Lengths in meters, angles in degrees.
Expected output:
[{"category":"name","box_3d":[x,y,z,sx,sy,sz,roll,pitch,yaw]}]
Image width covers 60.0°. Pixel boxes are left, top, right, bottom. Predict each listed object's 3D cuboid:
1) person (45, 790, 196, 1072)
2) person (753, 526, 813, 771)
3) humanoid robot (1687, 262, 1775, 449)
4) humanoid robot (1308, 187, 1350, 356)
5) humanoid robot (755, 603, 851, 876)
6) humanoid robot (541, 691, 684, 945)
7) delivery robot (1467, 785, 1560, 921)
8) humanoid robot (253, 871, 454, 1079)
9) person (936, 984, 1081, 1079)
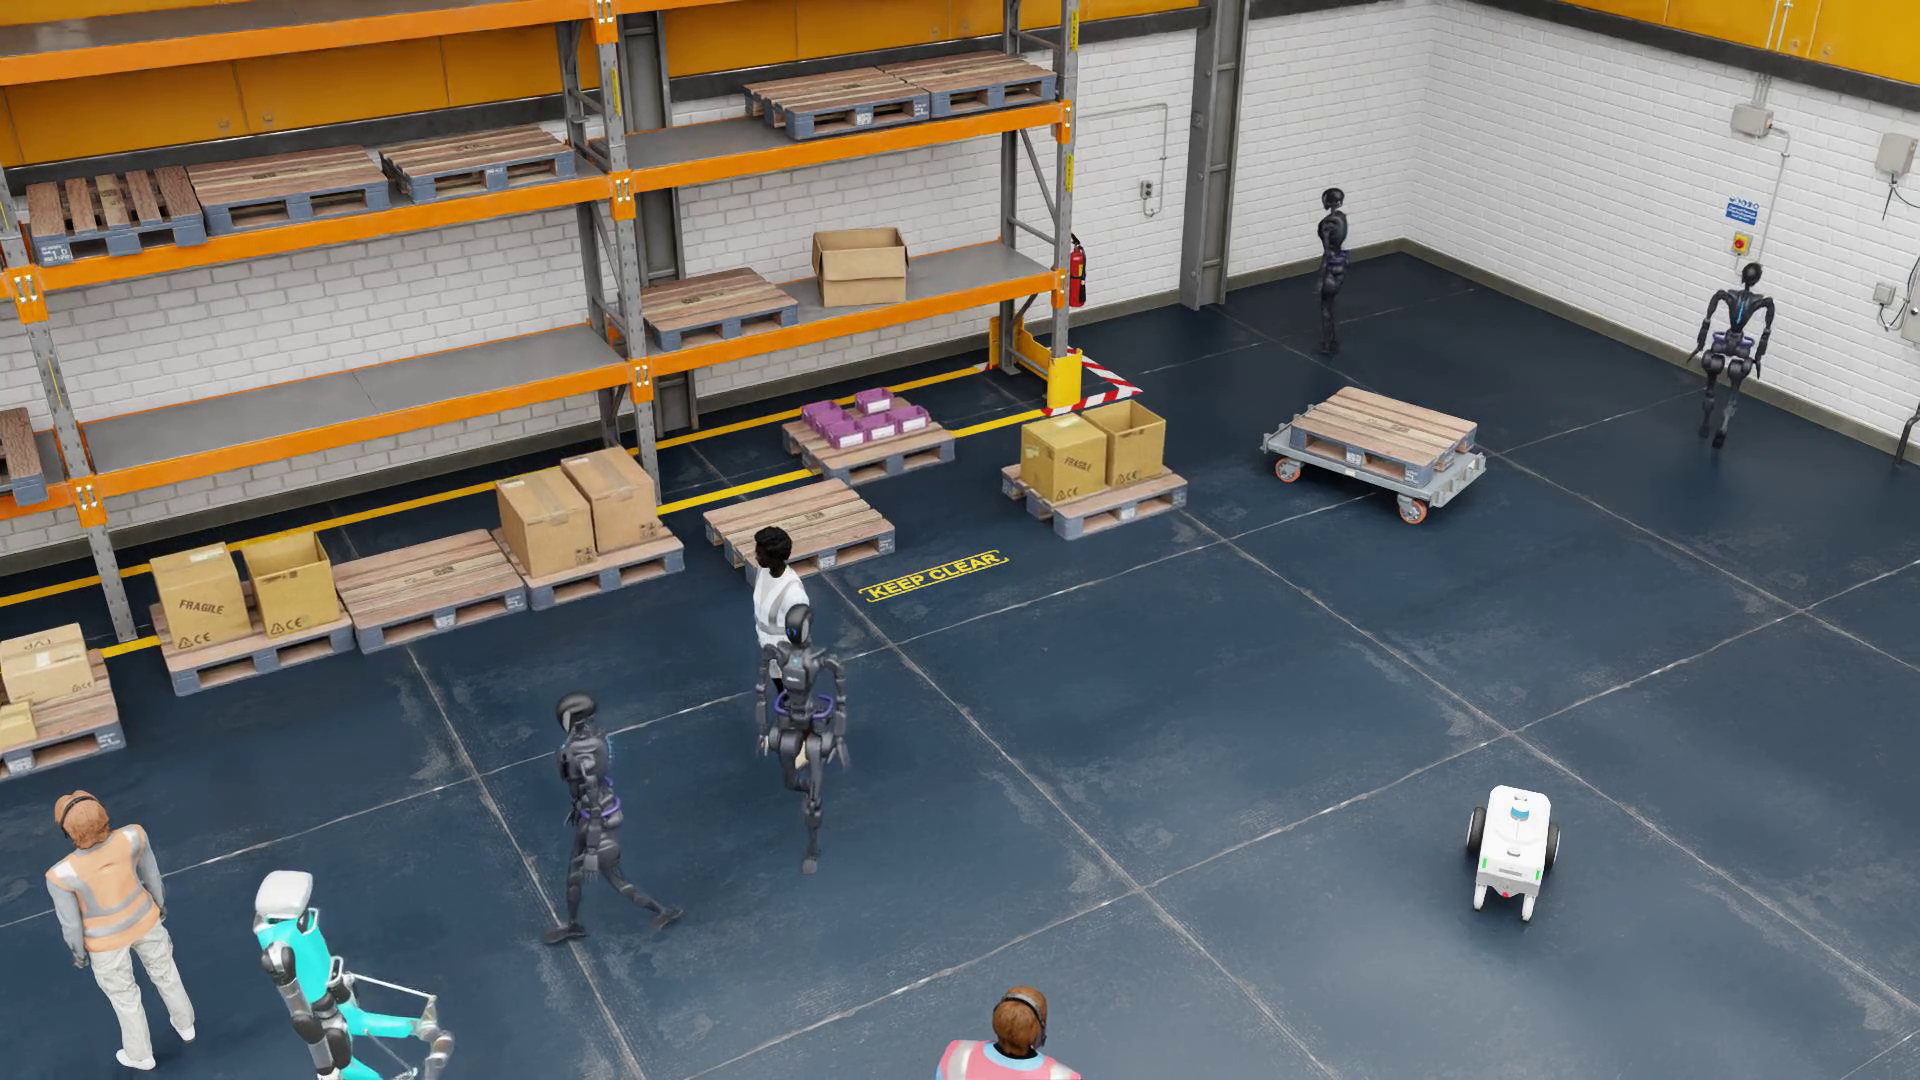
[{"category":"person","box_3d":[-4.123,1.921,8.179,0.306,1.640,0.510,19,35,30]},{"category":"person","box_3d":[-1.102,0.660,10.349,0.319,1.698,0.537,-17,33,-27]},{"category":"humanoid robot","box_3d":[6.633,-1.596,14.390,0.601,1.638,0.623,14,32,23]},{"category":"humanoid robot","box_3d":[3.598,-2.606,16.150,0.312,1.657,0.612,14,32,23]},{"category":"humanoid robot","box_3d":[-0.900,1.086,9.662,0.592,1.636,0.730,6,30,11]},{"category":"humanoid robot","box_3d":[-1.937,1.509,8.937,0.772,1.650,0.586,-12,32,-20]},{"category":"delivery robot","box_3d":[3.189,1.759,9.590,0.499,0.614,0.808,10,31,18]},{"category":"humanoid robot","box_3d":[-2.714,2.199,7.599,1.005,1.741,0.543,-6,30,-10]},{"category":"person","box_3d":[0.217,2.564,6.853,0.629,1.838,0.431,9,31,16]}]
